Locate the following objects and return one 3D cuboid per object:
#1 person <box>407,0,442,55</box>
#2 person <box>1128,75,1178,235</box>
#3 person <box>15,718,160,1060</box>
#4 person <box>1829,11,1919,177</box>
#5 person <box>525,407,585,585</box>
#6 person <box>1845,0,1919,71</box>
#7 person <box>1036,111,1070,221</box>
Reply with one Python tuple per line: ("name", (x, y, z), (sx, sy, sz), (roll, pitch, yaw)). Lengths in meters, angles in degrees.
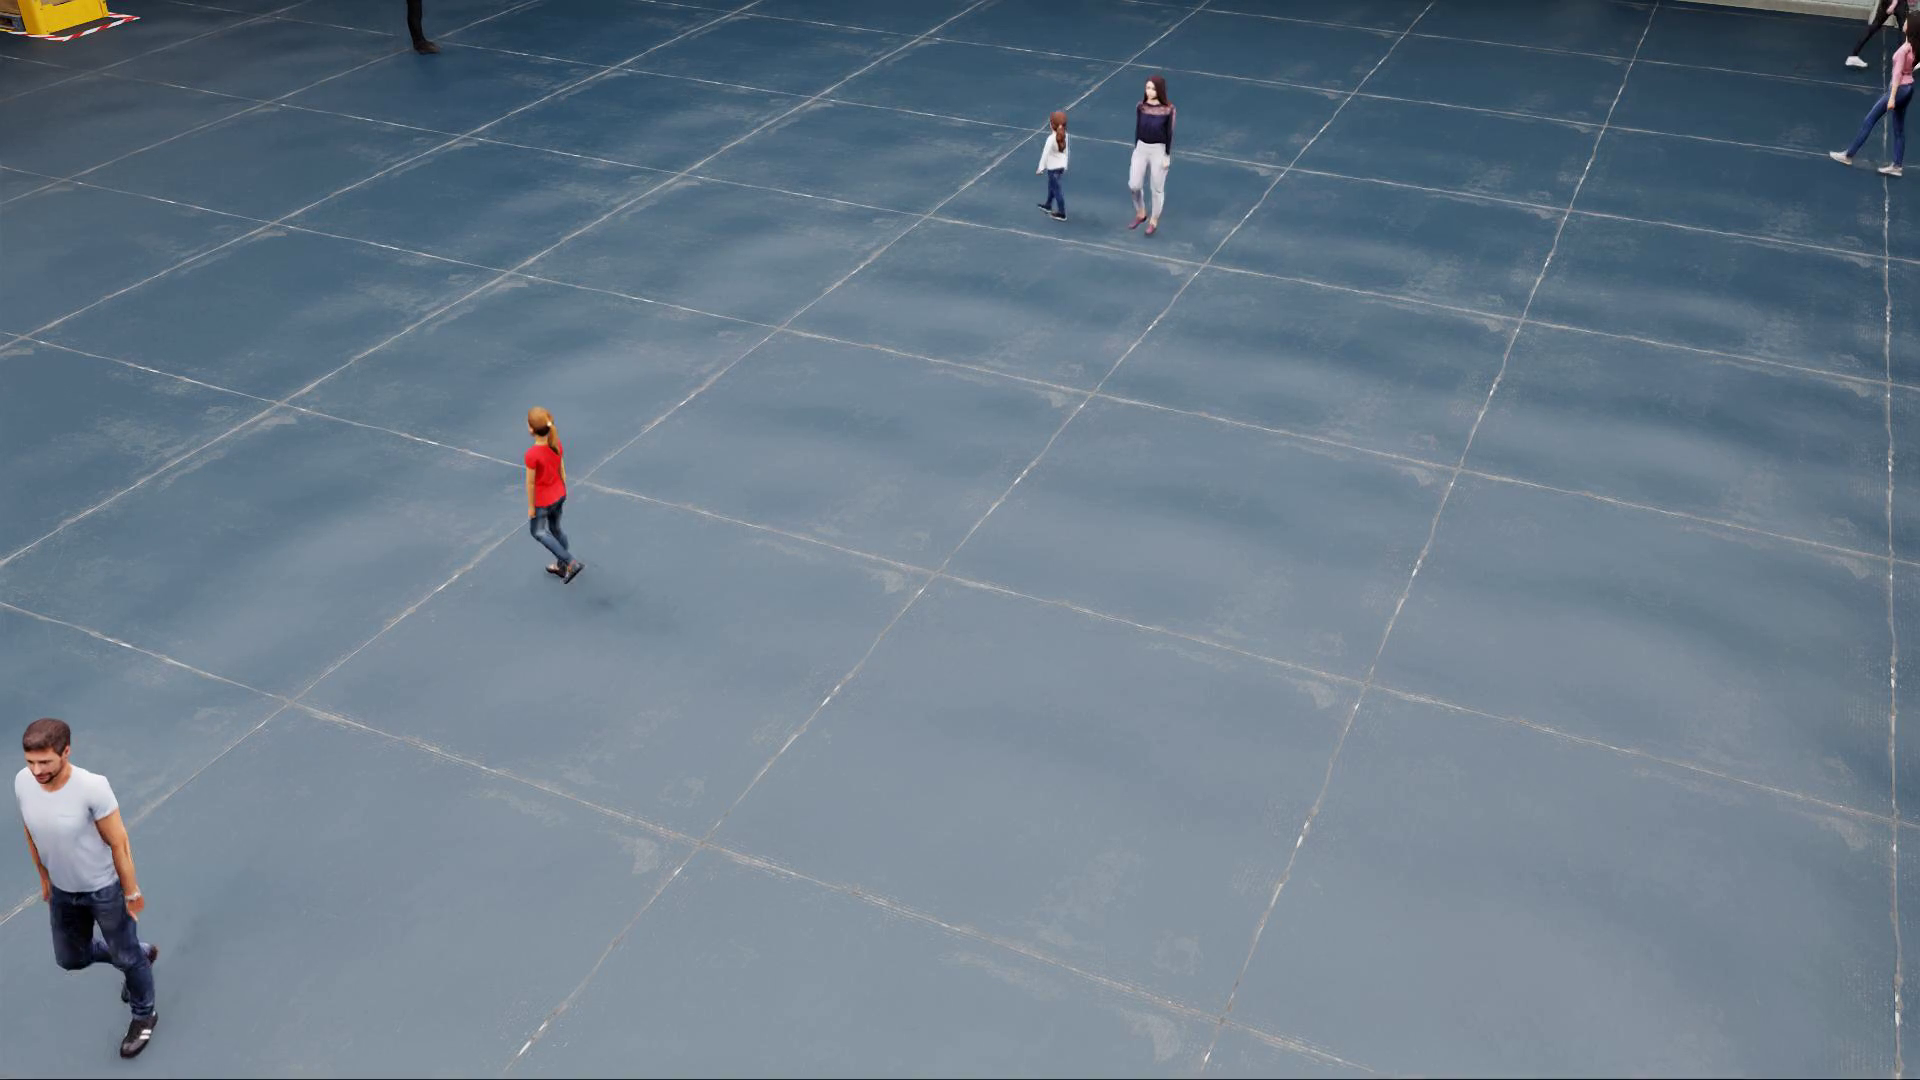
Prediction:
("person", (-7.196, -7.309, 21.810), (0.784, 1.777, 0.701), (-16, 36, -24))
("person", (1.931, -3.810, 16.431), (0.535, 1.598, 0.675), (18, 36, 26))
("person", (-3.987, 1.539, 7.708), (0.810, 1.858, 0.855), (4, 32, 6))
("person", (10.117, -4.747, 17.807), (0.859, 1.714, 1.083), (-26, 40, -34))
("person", (-2.696, -0.259, 11.087), (0.657, 1.294, 0.525), (19, 37, 27))
("person", (11.743, -6.776, 21.049), (1.174, 1.688, 0.720), (8, 33, 12))
("person", (1.024, -3.781, 16.860), (0.657, 1.092, 0.519), (21, 38, 29))
